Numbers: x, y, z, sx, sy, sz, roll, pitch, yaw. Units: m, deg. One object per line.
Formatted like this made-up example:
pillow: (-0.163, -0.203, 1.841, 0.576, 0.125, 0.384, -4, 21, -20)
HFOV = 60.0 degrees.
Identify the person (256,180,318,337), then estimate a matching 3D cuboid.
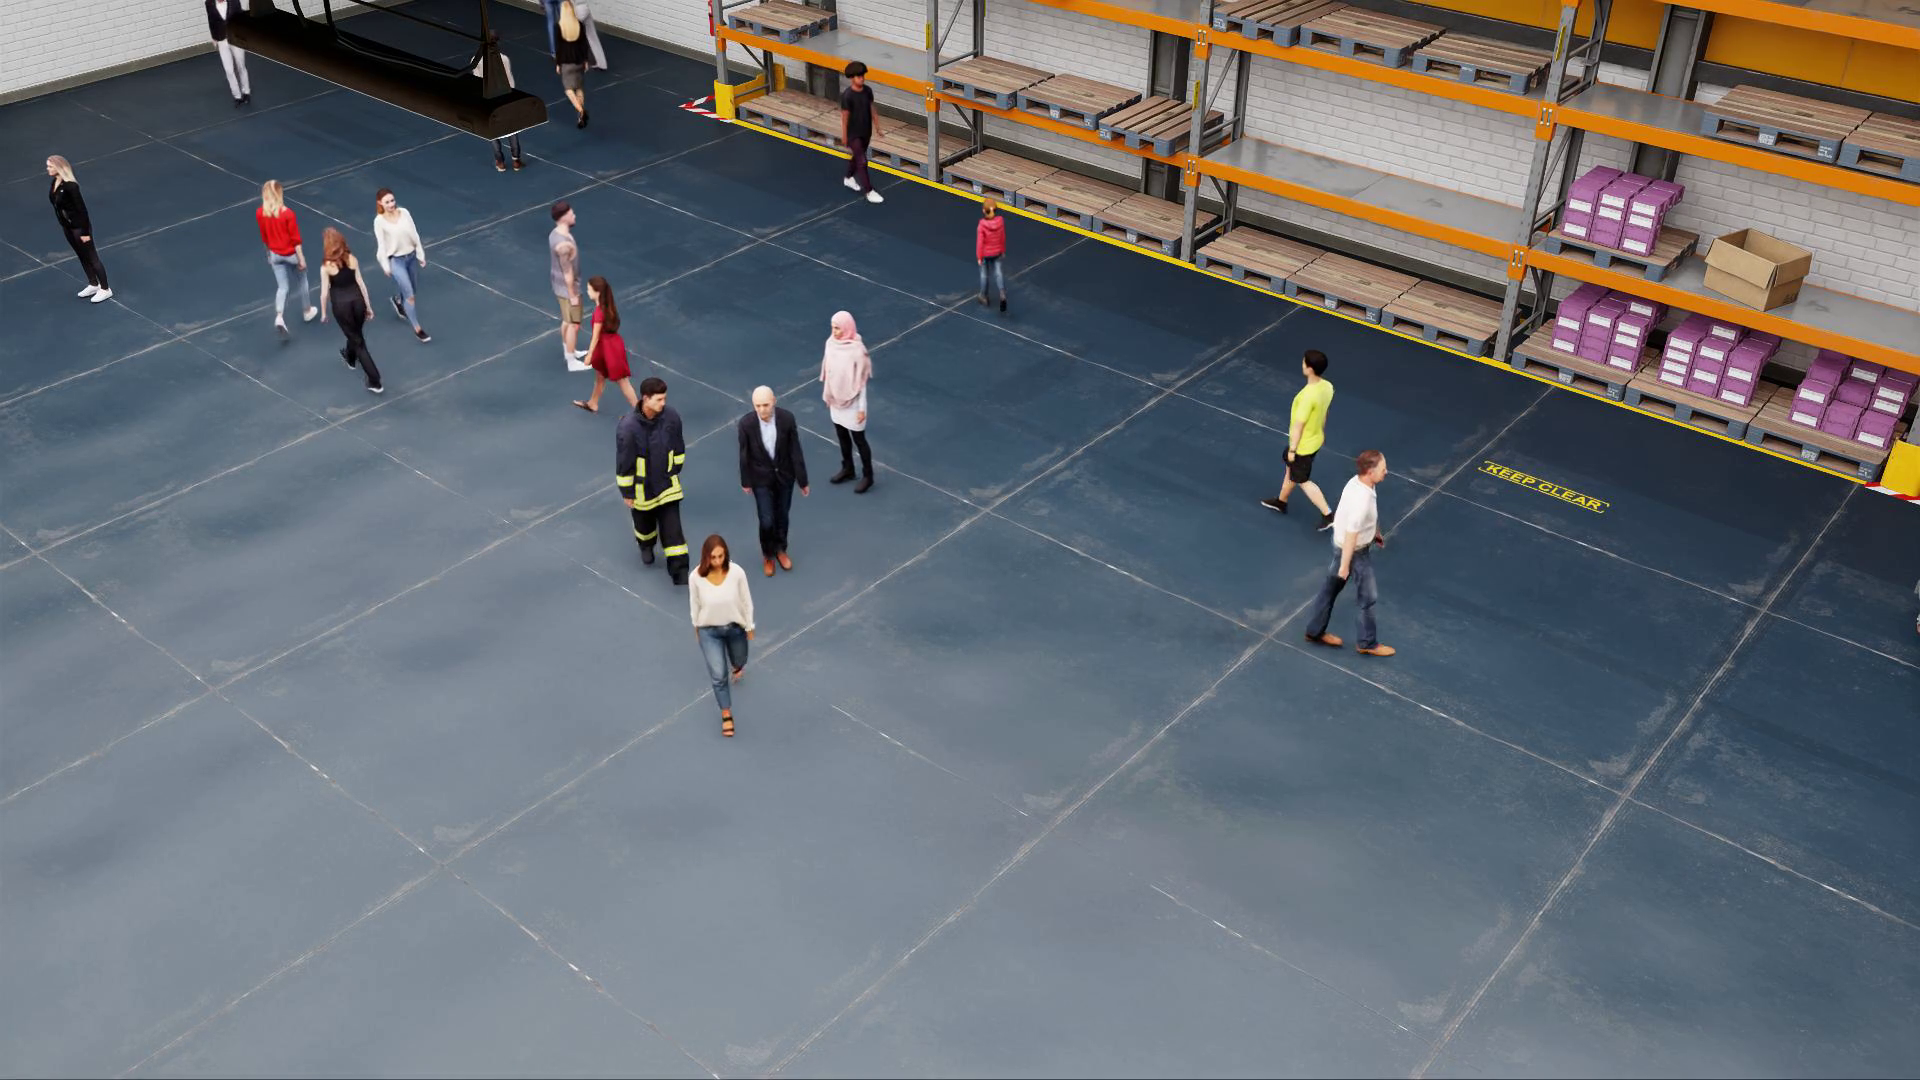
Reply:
person: (-7.300, -3.015, 17.904, 1.076, 1.678, 1.053, 3, 34, 4)

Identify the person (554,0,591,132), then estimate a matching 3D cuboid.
person: (-5.327, -6.507, 23.026, 0.765, 1.825, 0.919, -20, 38, -27)

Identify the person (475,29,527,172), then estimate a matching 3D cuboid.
person: (-6.106, -5.793, 21.923, 0.761, 1.857, 0.795, -11, 35, -17)

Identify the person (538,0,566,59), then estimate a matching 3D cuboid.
person: (-6.278, -8.377, 25.867, 0.707, 1.793, 0.727, -8, 35, -12)

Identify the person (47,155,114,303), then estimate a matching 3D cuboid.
person: (-9.877, -3.497, 18.624, 0.479, 1.686, 0.685, 22, 39, 29)

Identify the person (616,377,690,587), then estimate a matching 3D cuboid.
person: (-2.641, -0.561, 14.047, 1.122, 1.862, 1.330, -13, 36, -19)

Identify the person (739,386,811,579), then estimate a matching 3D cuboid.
person: (-1.605, -0.567, 14.129, 0.812, 1.782, 0.830, -11, 35, -16)

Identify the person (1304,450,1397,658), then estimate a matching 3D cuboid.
person: (2.984, 0.077, 13.119, 1.081, 1.826, 0.927, 7, 34, 10)

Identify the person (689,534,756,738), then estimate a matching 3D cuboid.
person: (-1.771, 0.617, 12.457, 0.990, 1.659, 1.078, -5, 34, -7)

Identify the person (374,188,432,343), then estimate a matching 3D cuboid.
person: (-6.029, -2.997, 17.881, 0.990, 1.675, 0.599, 26, 42, 34)

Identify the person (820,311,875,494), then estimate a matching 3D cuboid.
person: (-1.013, -1.266, 15.166, 0.515, 1.798, 0.695, 23, 40, 31)

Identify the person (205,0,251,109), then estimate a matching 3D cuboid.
person: (-10.573, -7.270, 24.172, 0.934, 1.827, 1.008, -7, 34, -10)

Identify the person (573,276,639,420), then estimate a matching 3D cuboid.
person: (-3.351, -1.838, 16.283, 1.041, 1.514, 0.899, 2, 34, 3)

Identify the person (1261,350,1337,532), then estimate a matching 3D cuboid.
person: (3.113, -0.853, 14.650, 1.057, 1.680, 0.689, 21, 39, 29)

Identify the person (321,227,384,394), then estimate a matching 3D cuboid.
person: (-6.110, -2.281, 16.782, 1.098, 1.699, 0.622, 27, 42, 34)

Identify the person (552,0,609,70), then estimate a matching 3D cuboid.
person: (-5.733, -7.997, 25.395, 1.228, 1.684, 0.900, 14, 36, 20)

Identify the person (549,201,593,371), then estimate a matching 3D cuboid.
person: (-4.072, -2.627, 17.276, 0.784, 1.838, 0.659, -13, 36, -19)

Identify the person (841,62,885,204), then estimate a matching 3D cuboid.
person: (-1.328, -5.227, 21.176, 1.066, 1.741, 0.626, 26, 42, 34)

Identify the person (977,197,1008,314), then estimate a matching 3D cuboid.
person: (0.378, -3.147, 18.442, 0.751, 1.302, 0.899, -13, 36, -18)
